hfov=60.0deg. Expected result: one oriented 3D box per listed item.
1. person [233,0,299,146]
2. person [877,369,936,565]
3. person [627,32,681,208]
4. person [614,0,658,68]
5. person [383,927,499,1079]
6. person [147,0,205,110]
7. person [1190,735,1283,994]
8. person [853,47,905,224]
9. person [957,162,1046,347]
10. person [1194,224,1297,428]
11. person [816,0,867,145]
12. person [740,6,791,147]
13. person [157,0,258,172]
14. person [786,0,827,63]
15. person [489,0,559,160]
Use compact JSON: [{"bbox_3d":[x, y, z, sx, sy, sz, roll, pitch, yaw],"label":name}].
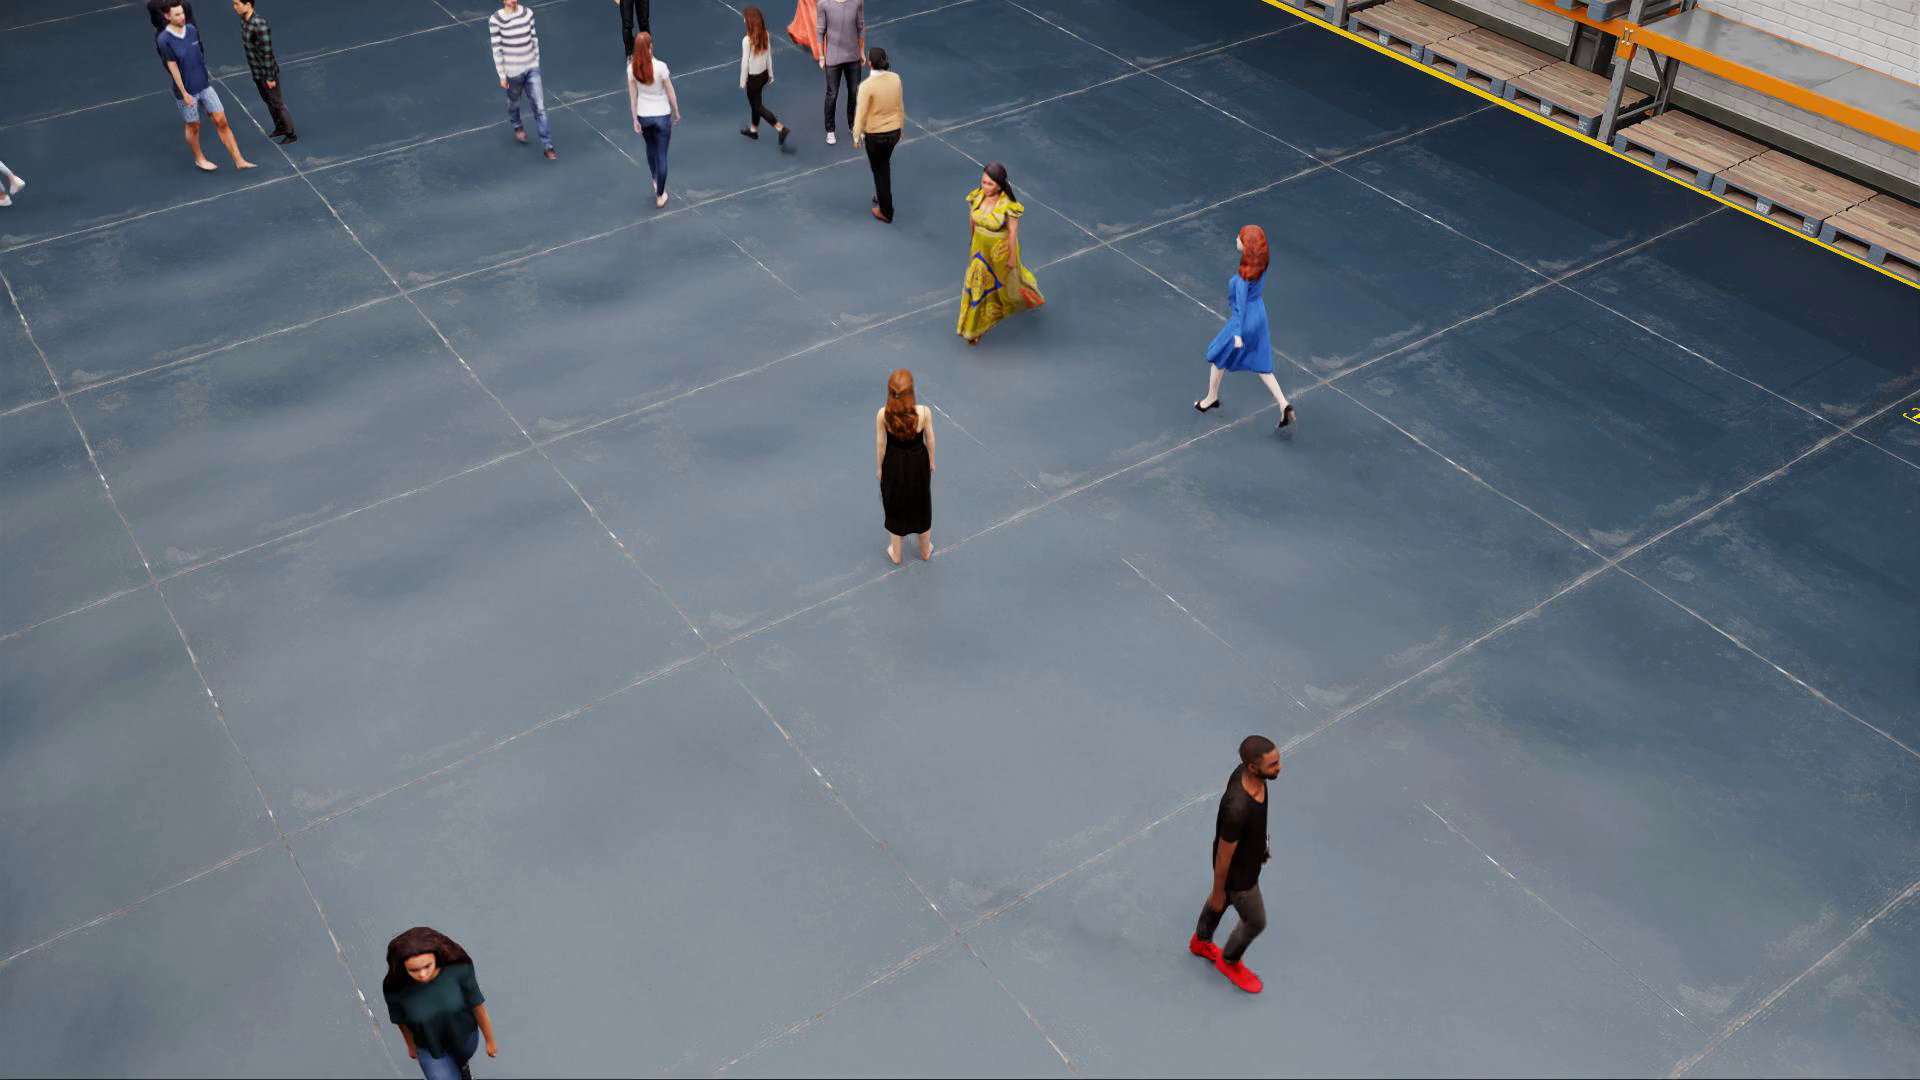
[{"bbox_3d":[-7.360,-4.992,17.567,0.731,1.708,0.516,-30,47,-32],"label":"person"},{"bbox_3d":[-0.393,-0.517,11.943,0.672,1.625,0.696,-5,39,-6],"label":"person"},{"bbox_3d":[-3.019,-4.091,16.344,0.839,1.717,0.925,3,39,4],"label":"person"},{"bbox_3d":[-3.767,-6.328,19.109,0.653,1.761,0.592,-16,41,-19],"label":"person"},{"bbox_3d":[-2.564,2.427,8.299,0.701,1.571,1.116,-17,42,-20],"label":"person"},{"bbox_3d":[-8.346,-5.194,17.787,0.856,1.640,1.218,-11,40,-14],"label":"person"},{"bbox_3d":[1.414,1.713,9.017,0.876,1.790,0.836,15,41,18],"label":"person"},{"bbox_3d":[-0.711,-3.883,16.060,0.710,1.746,0.745,-29,47,-31],"label":"person"},{"bbox_3d":[0.342,-2.541,14.475,1.372,1.627,1.228,18,42,21],"label":"person"},{"bbox_3d":[2.352,-1.649,13.224,1.191,1.794,0.837,27,46,30],"label":"person"},{"bbox_3d":[-1.244,-5.120,17.525,0.722,1.851,0.632,-13,40,-15],"label":"person"},{"bbox_3d":[-2.080,-4.840,17.484,1.001,1.464,0.781,21,43,24],"label":"person"},{"bbox_3d":[-7.870,-4.605,16.908,1.103,1.816,0.853,23,44,26],"label":"person"},{"bbox_3d":[-1.711,-6.347,19.133,0.685,1.761,1.208,-27,46,-30],"label":"person"},{"bbox_3d":[-4.623,-4.916,17.313,0.749,1.797,1.240,-19,42,-22],"label":"person"}]
